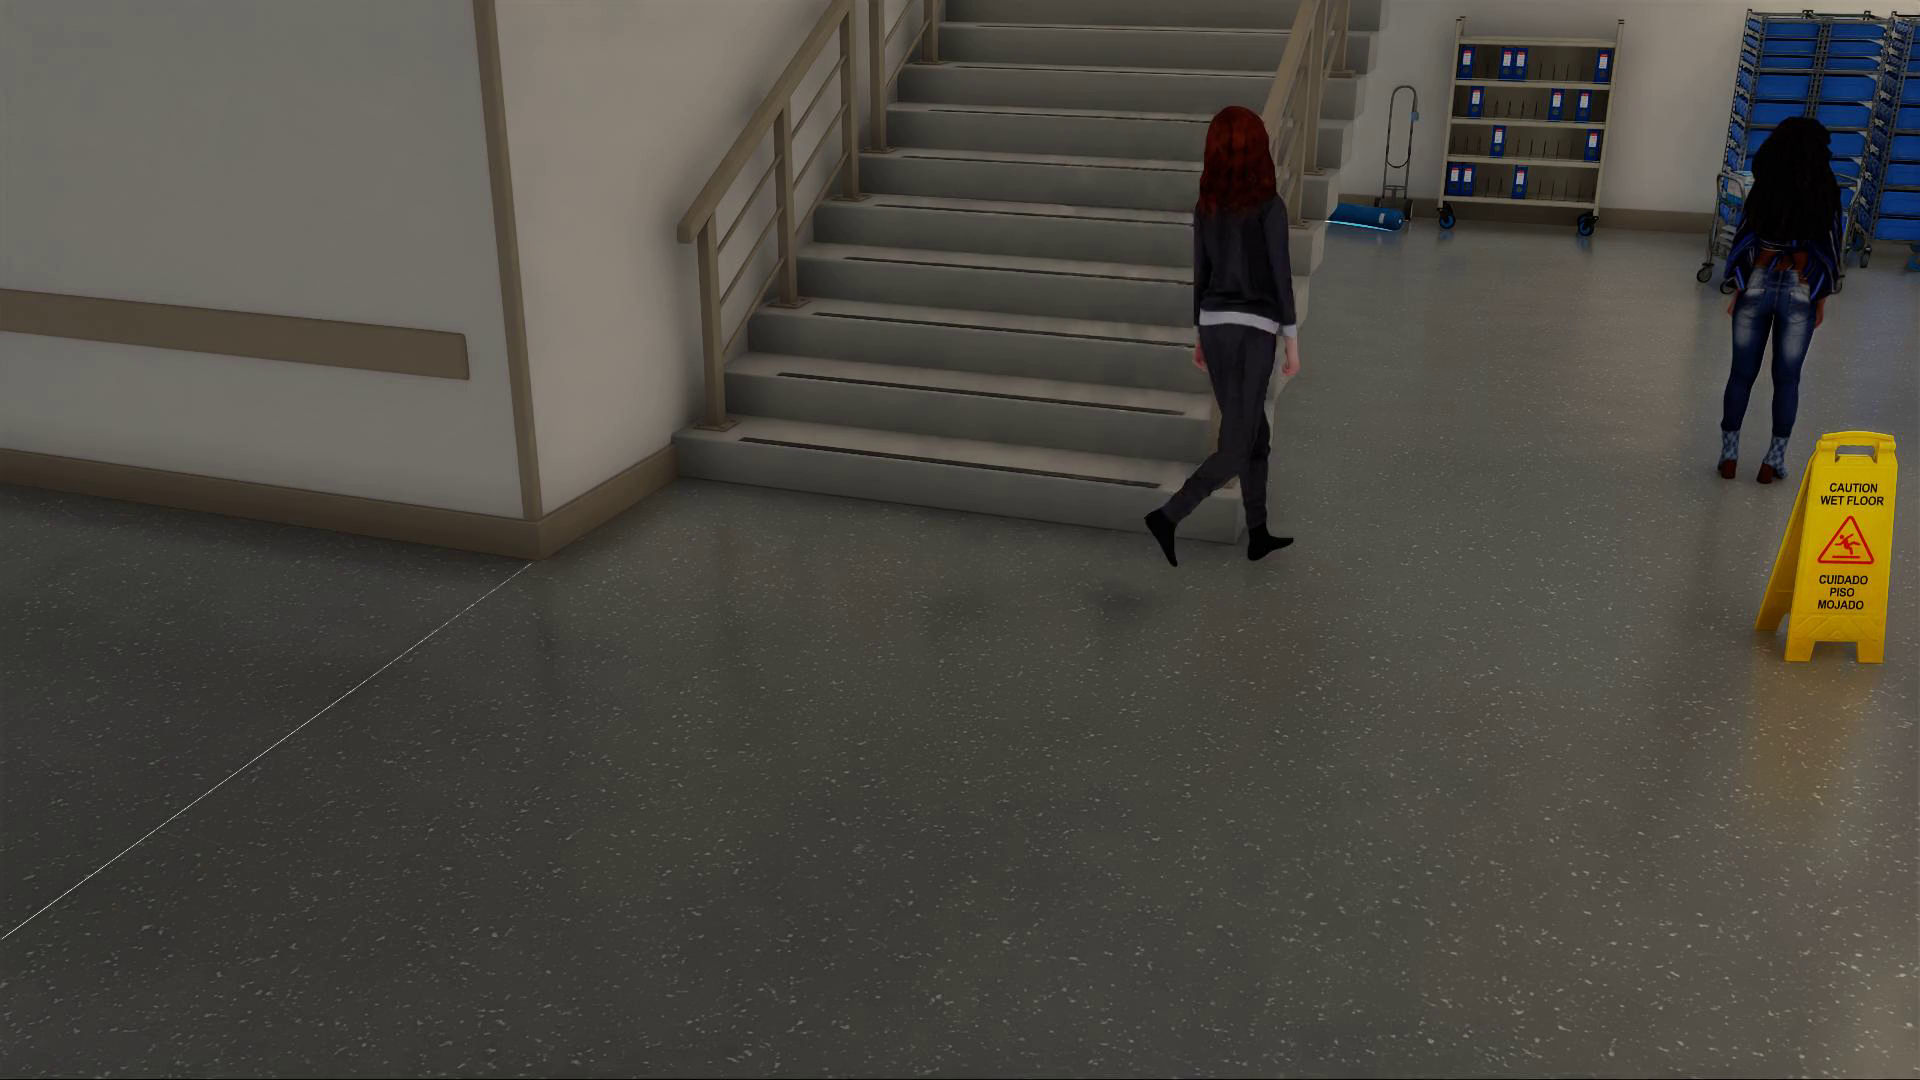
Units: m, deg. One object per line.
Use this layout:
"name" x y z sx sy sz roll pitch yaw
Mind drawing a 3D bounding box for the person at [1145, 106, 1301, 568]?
"person" 0.984 -0.692 6.240 1.111 1.741 0.982 -12 24 -29

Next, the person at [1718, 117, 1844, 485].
"person" 3.626 -1.059 7.383 0.660 1.617 0.633 14 25 32
